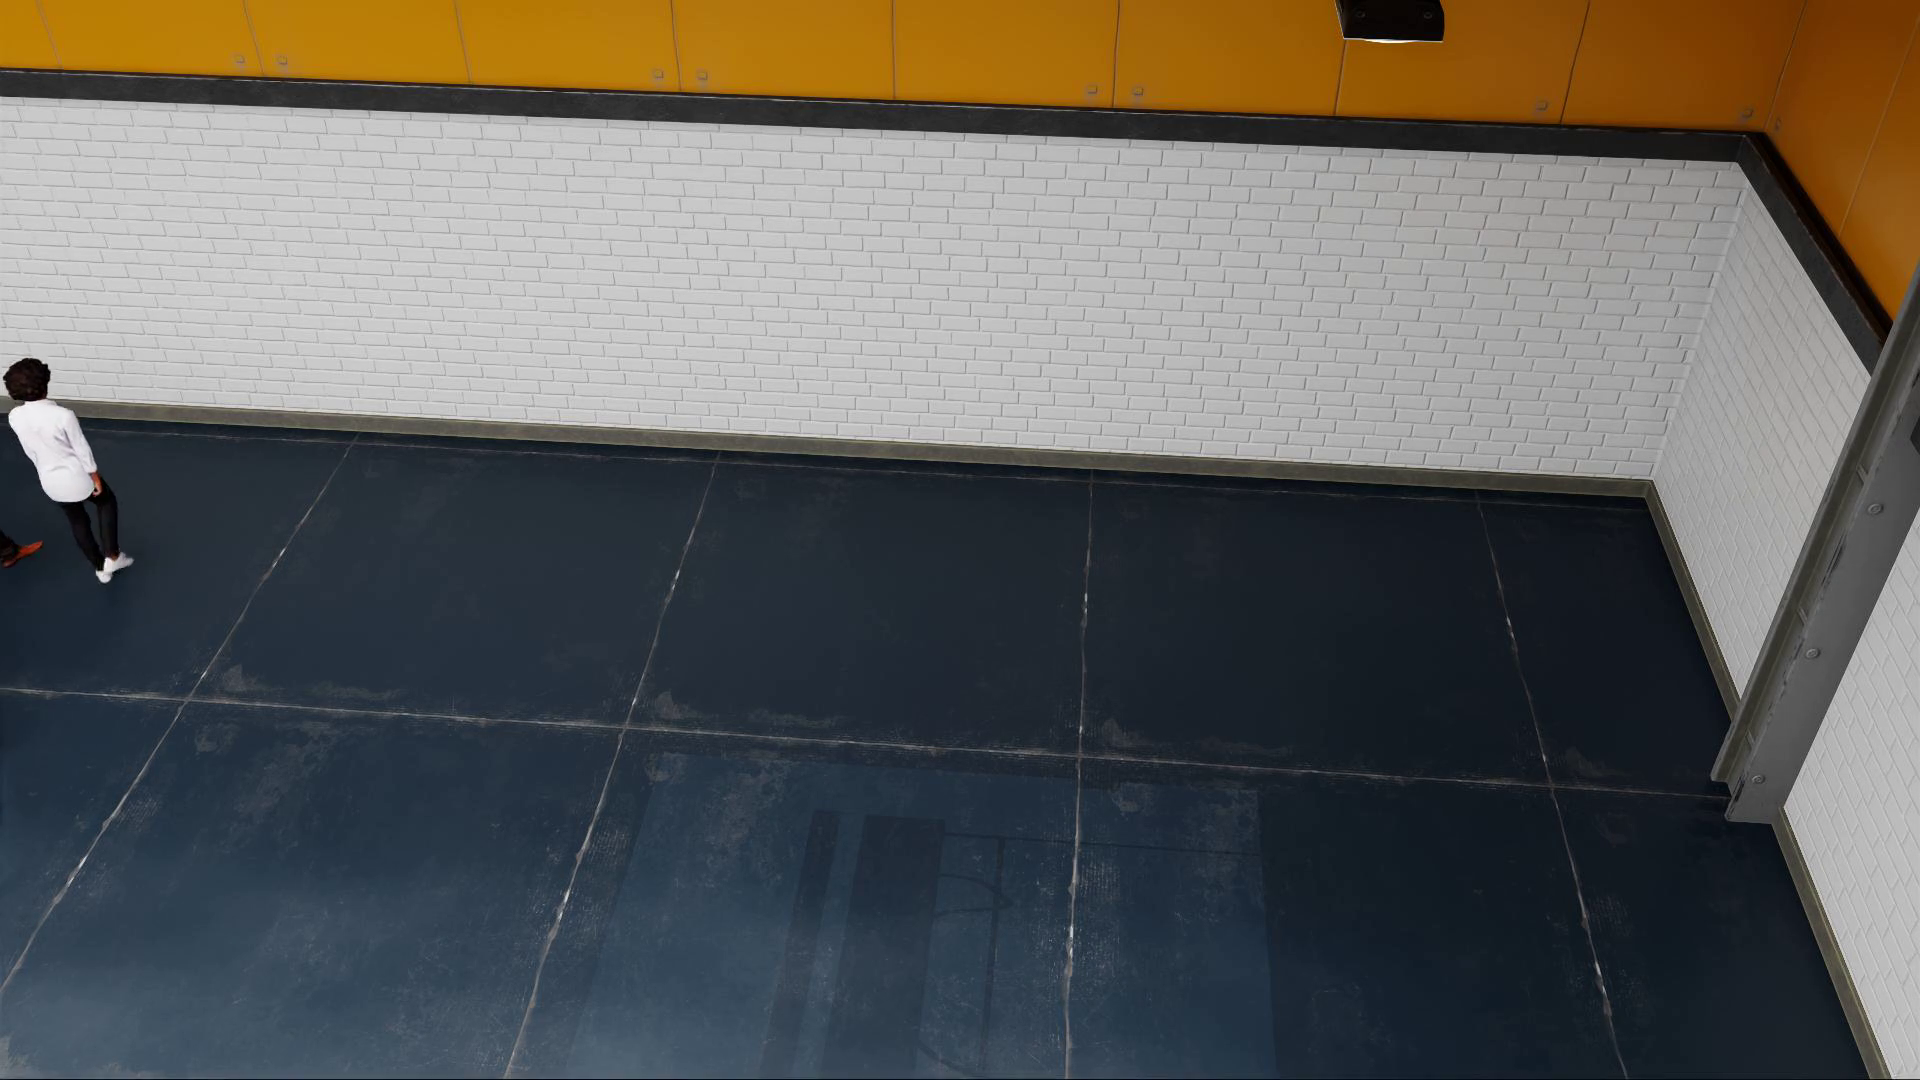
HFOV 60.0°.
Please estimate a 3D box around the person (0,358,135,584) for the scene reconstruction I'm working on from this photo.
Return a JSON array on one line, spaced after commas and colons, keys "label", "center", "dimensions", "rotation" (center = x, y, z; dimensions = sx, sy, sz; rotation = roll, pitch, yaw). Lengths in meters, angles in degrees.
[{"label": "person", "center": [-6.266, -0.411, 11.614], "dimensions": [0.669, 1.795, 0.657], "rotation": [-2, 39, -3]}]
